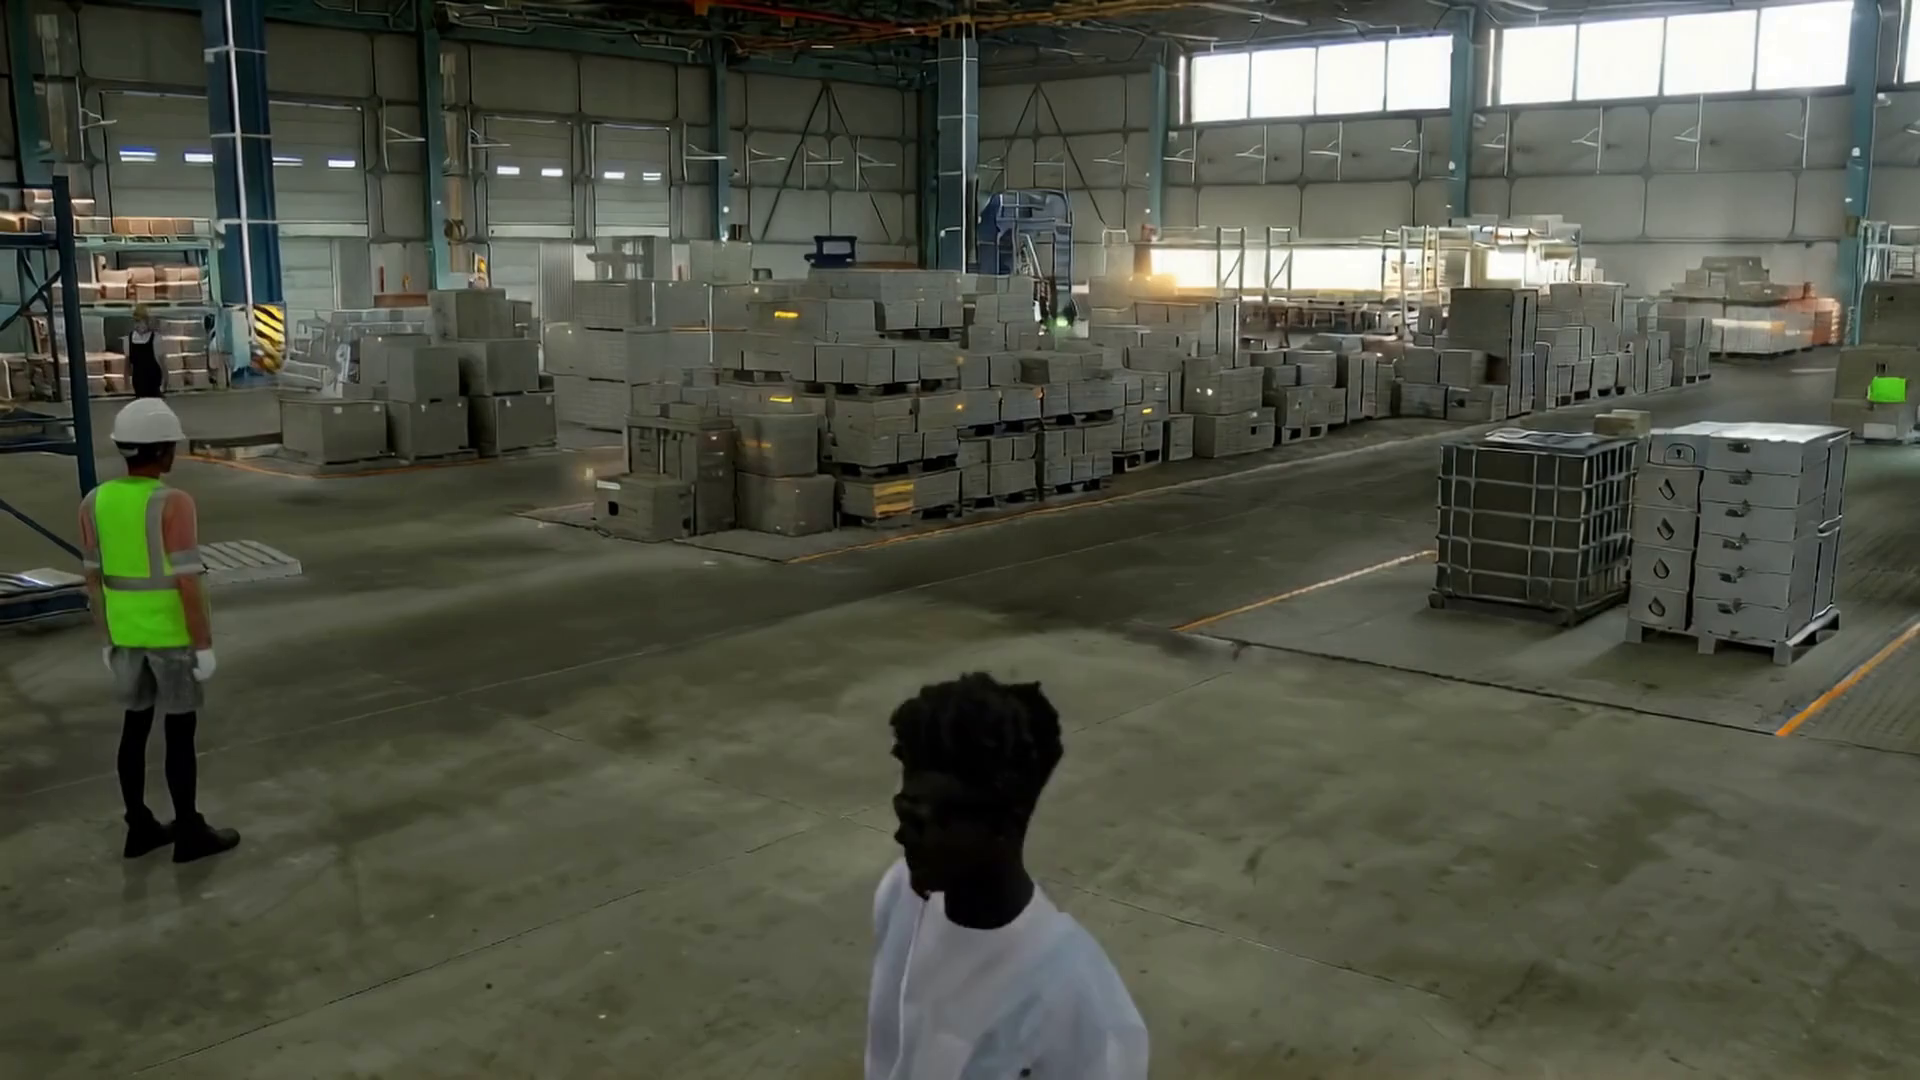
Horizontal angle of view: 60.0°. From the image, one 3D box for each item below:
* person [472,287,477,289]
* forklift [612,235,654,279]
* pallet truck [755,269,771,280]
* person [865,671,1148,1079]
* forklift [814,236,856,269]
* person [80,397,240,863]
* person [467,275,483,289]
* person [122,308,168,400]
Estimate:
[{"bbox_3d":[-7.928,-3.207,27.446,0.627,1.889,0.978,8,13,37],"label":"person"},{"bbox_3d":[-7.300,-5.450,37.421,1.873,2.768,1.129,8,13,40],"label":"forklift"},{"bbox_3d":[-4.996,-6.432,45.525,1.885,1.965,0.823,-6,12,-32],"label":"pallet truck"},{"bbox_3d":[0.079,1.134,2.632,0.903,1.940,0.613,-5,11,-25],"label":"person"},{"bbox_3d":[-2.844,-5.557,38.030,1.129,2.768,1.873,1,10,3],"label":"forklift"},{"bbox_3d":[-3.336,0.375,6.938,0.552,1.935,0.368,3,10,18],"label":"person"},{"bbox_3d":[-12.418,-5.885,42.811,0.553,1.869,0.982,4,11,22],"label":"person"},{"bbox_3d":[-10.255,-2.025,20.981,0.521,1.813,0.917,0,10,1],"label":"person"}]
